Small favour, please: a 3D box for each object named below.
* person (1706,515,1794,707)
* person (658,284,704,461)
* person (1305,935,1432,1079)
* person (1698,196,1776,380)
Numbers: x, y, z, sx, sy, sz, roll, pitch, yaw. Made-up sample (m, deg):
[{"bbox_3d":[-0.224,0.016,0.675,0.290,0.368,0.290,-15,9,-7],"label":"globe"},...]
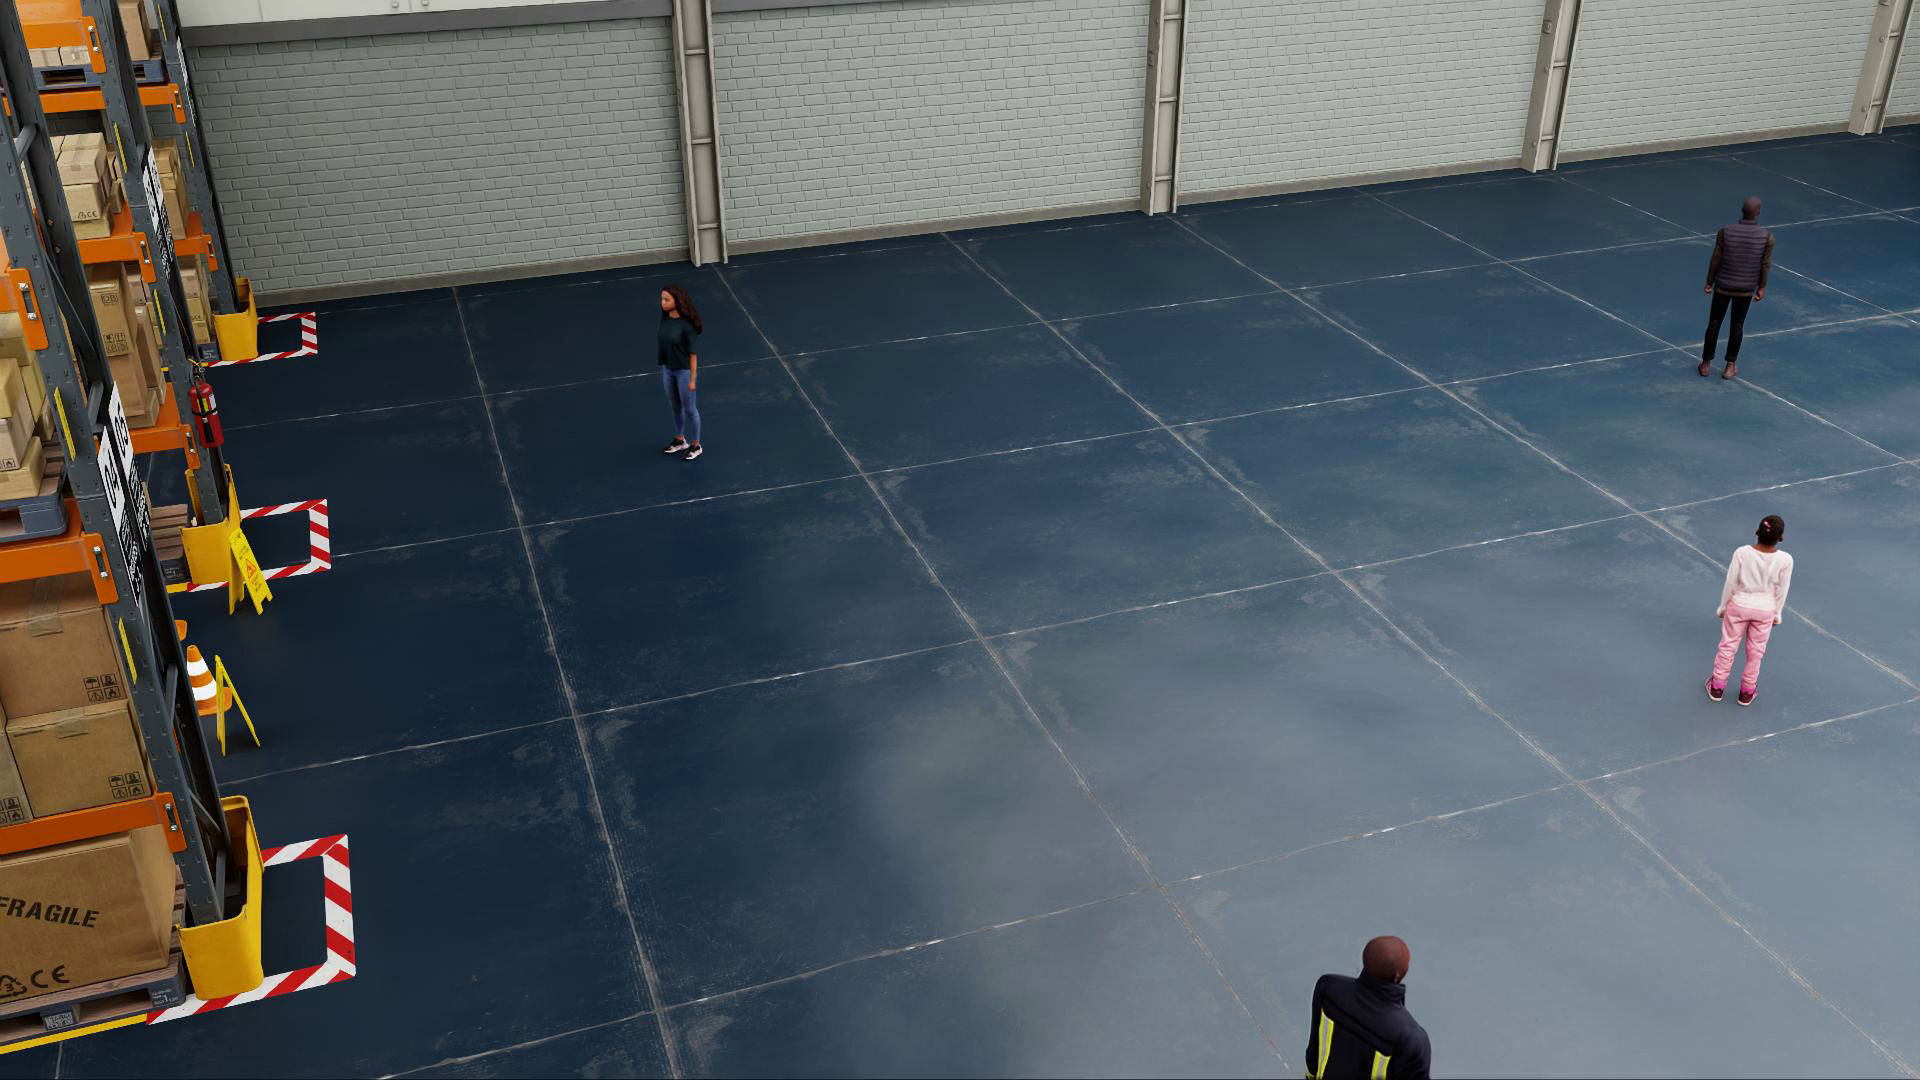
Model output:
[{"bbox_3d":[5.408,0.459,11.362,0.613,1.445,0.680,11,30,20],"label":"person"},{"bbox_3d":[-2.505,-1.518,14.889,0.709,1.617,0.747,20,34,33],"label":"person"},{"bbox_3d":[1.748,2.443,7.235,0.814,1.821,0.841,-23,35,-36],"label":"person"},{"bbox_3d":[7.690,-2.512,16.525,0.763,1.835,0.821,13,31,22],"label":"person"}]
